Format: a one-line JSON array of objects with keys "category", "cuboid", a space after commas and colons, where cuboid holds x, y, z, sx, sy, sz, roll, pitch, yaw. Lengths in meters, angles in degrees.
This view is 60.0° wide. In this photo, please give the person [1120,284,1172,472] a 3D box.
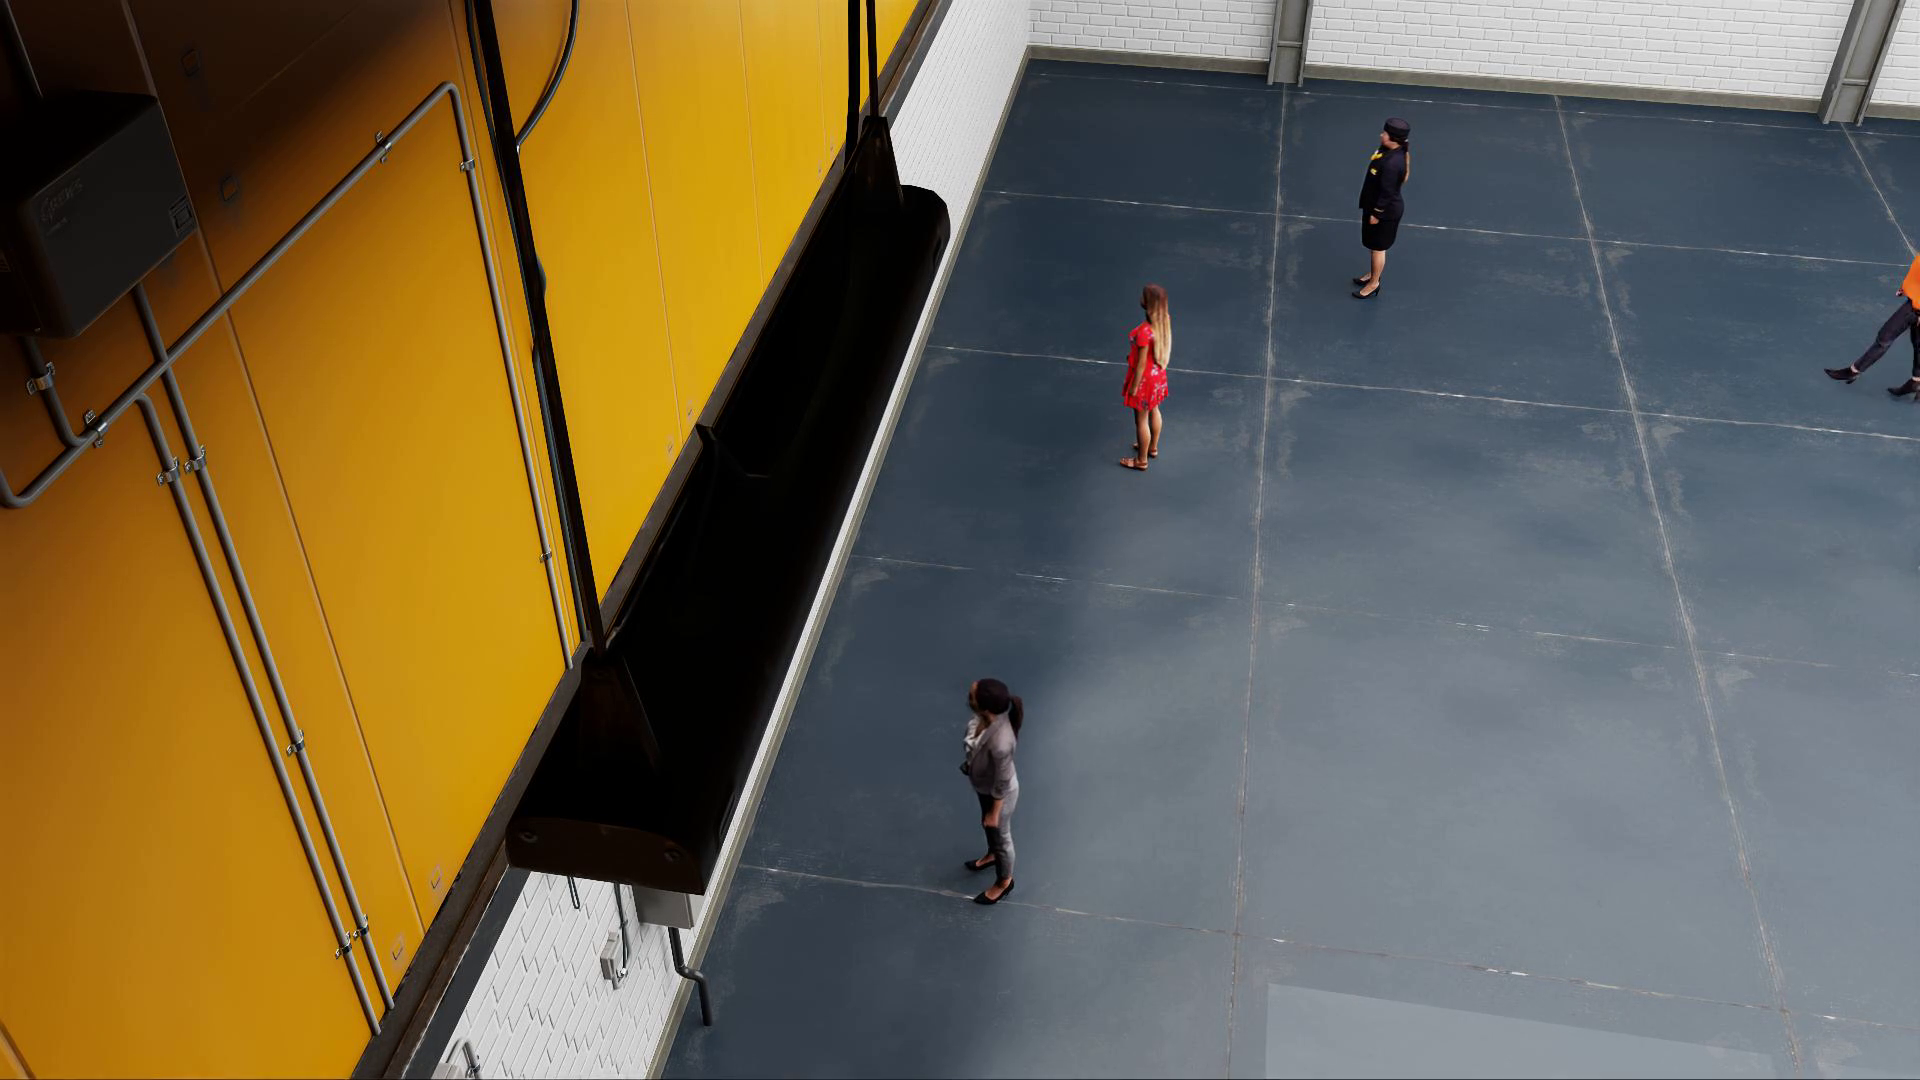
[{"category": "person", "cuboid": [1.442, -1.247, 12.721, 0.658, 1.593, 0.646, 22, 44, 25]}]

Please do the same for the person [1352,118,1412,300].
[{"category": "person", "cuboid": [3.756, -2.941, 14.781, 0.632, 1.671, 0.698, 9, 40, 11]}]

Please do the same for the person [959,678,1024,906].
[{"category": "person", "cuboid": [0.196, 1.395, 9.347, 0.667, 1.677, 0.679, -4, 39, -6]}]

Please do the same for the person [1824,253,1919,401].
[{"category": "person", "cuboid": [7.845, -1.877, 13.407, 1.077, 1.722, 0.874, 23, 44, 26]}]
